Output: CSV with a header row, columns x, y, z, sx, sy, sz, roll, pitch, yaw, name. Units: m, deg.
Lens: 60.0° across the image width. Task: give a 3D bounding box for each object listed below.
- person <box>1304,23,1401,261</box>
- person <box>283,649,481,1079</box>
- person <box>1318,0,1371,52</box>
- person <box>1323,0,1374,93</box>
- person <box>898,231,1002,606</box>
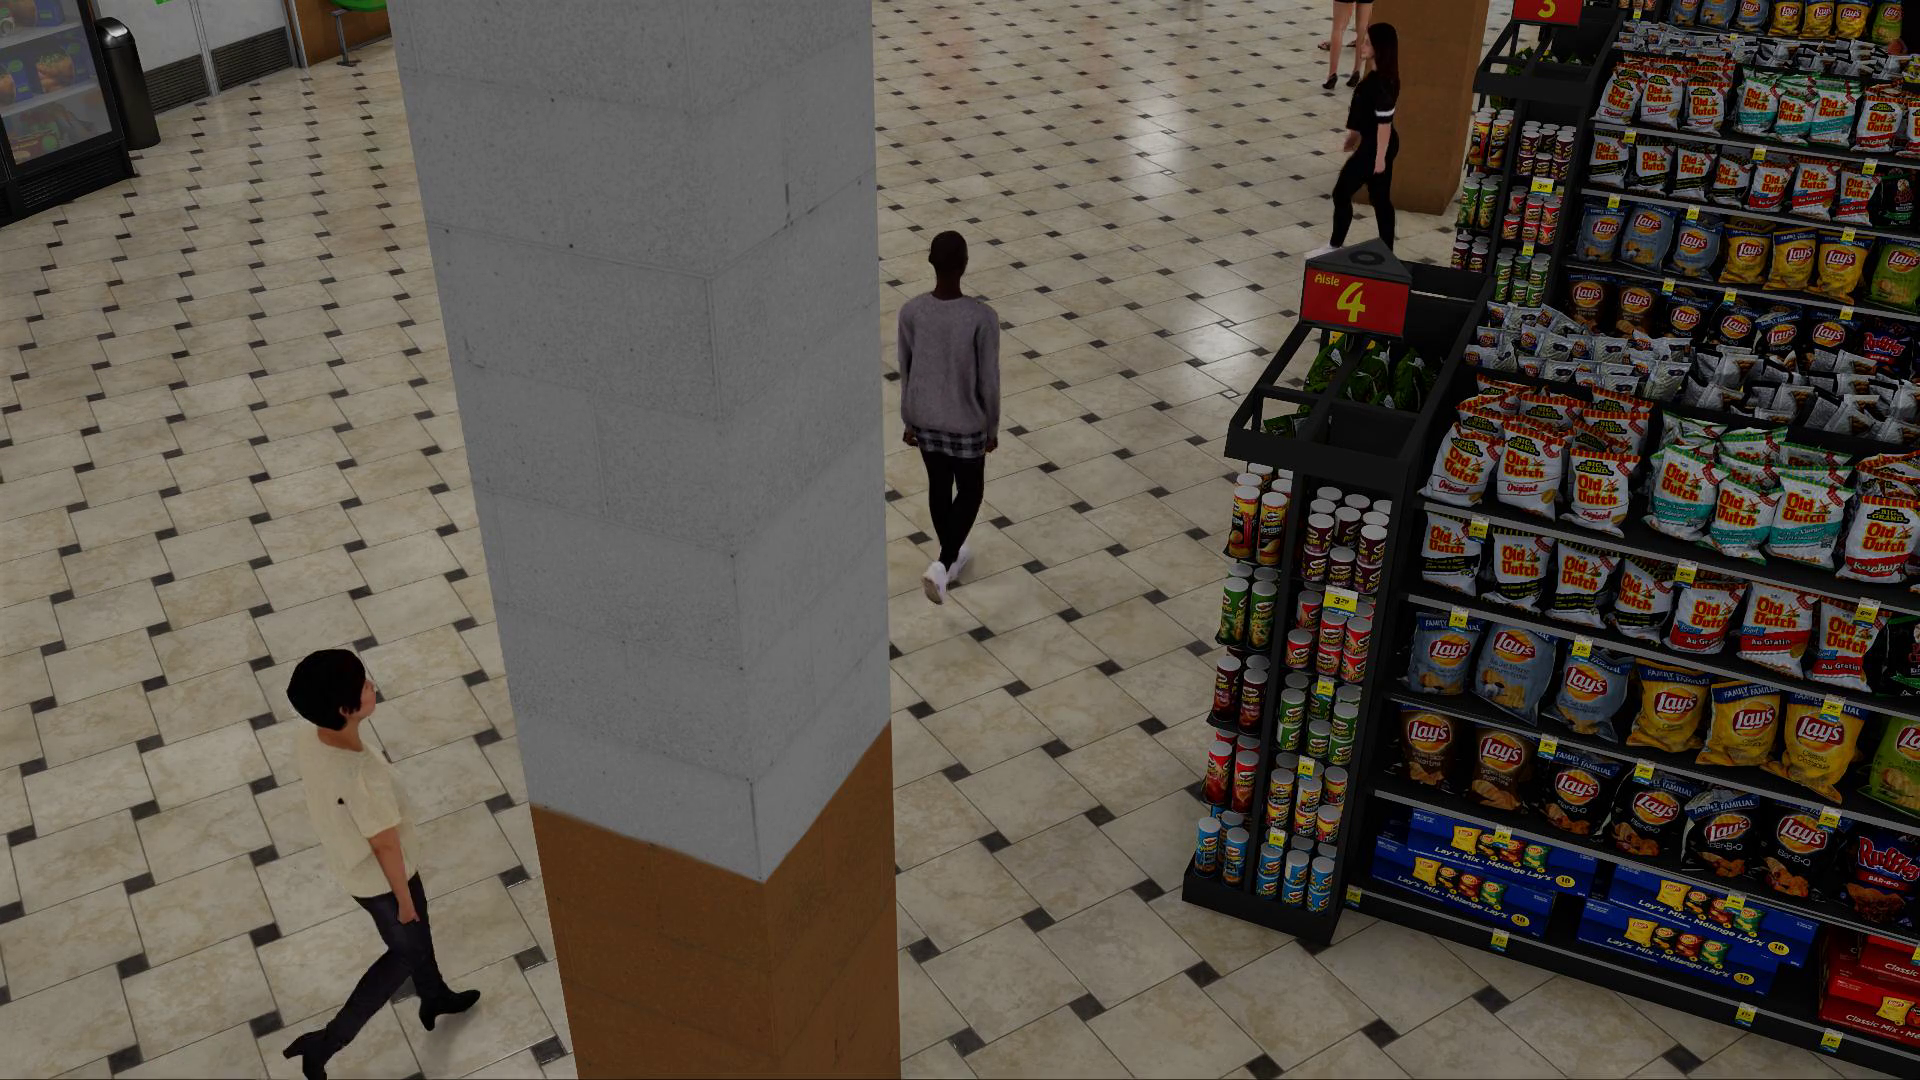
x,y,z,sx,sy,sz,roll,pitch,yaw,name
2.782,-2.532,10.835,0.872,1.615,0.690,8,33,13,person
-1.863,1.043,5.133,0.853,1.570,0.924,-27,41,-36,person
3.759,-5.384,15.345,0.983,1.693,0.964,-16,35,-24,person
3.388,-4.738,14.295,0.640,1.705,0.723,-6,32,-10,person
-0.080,-0.490,7.419,0.945,1.756,0.793,8,33,13,person
